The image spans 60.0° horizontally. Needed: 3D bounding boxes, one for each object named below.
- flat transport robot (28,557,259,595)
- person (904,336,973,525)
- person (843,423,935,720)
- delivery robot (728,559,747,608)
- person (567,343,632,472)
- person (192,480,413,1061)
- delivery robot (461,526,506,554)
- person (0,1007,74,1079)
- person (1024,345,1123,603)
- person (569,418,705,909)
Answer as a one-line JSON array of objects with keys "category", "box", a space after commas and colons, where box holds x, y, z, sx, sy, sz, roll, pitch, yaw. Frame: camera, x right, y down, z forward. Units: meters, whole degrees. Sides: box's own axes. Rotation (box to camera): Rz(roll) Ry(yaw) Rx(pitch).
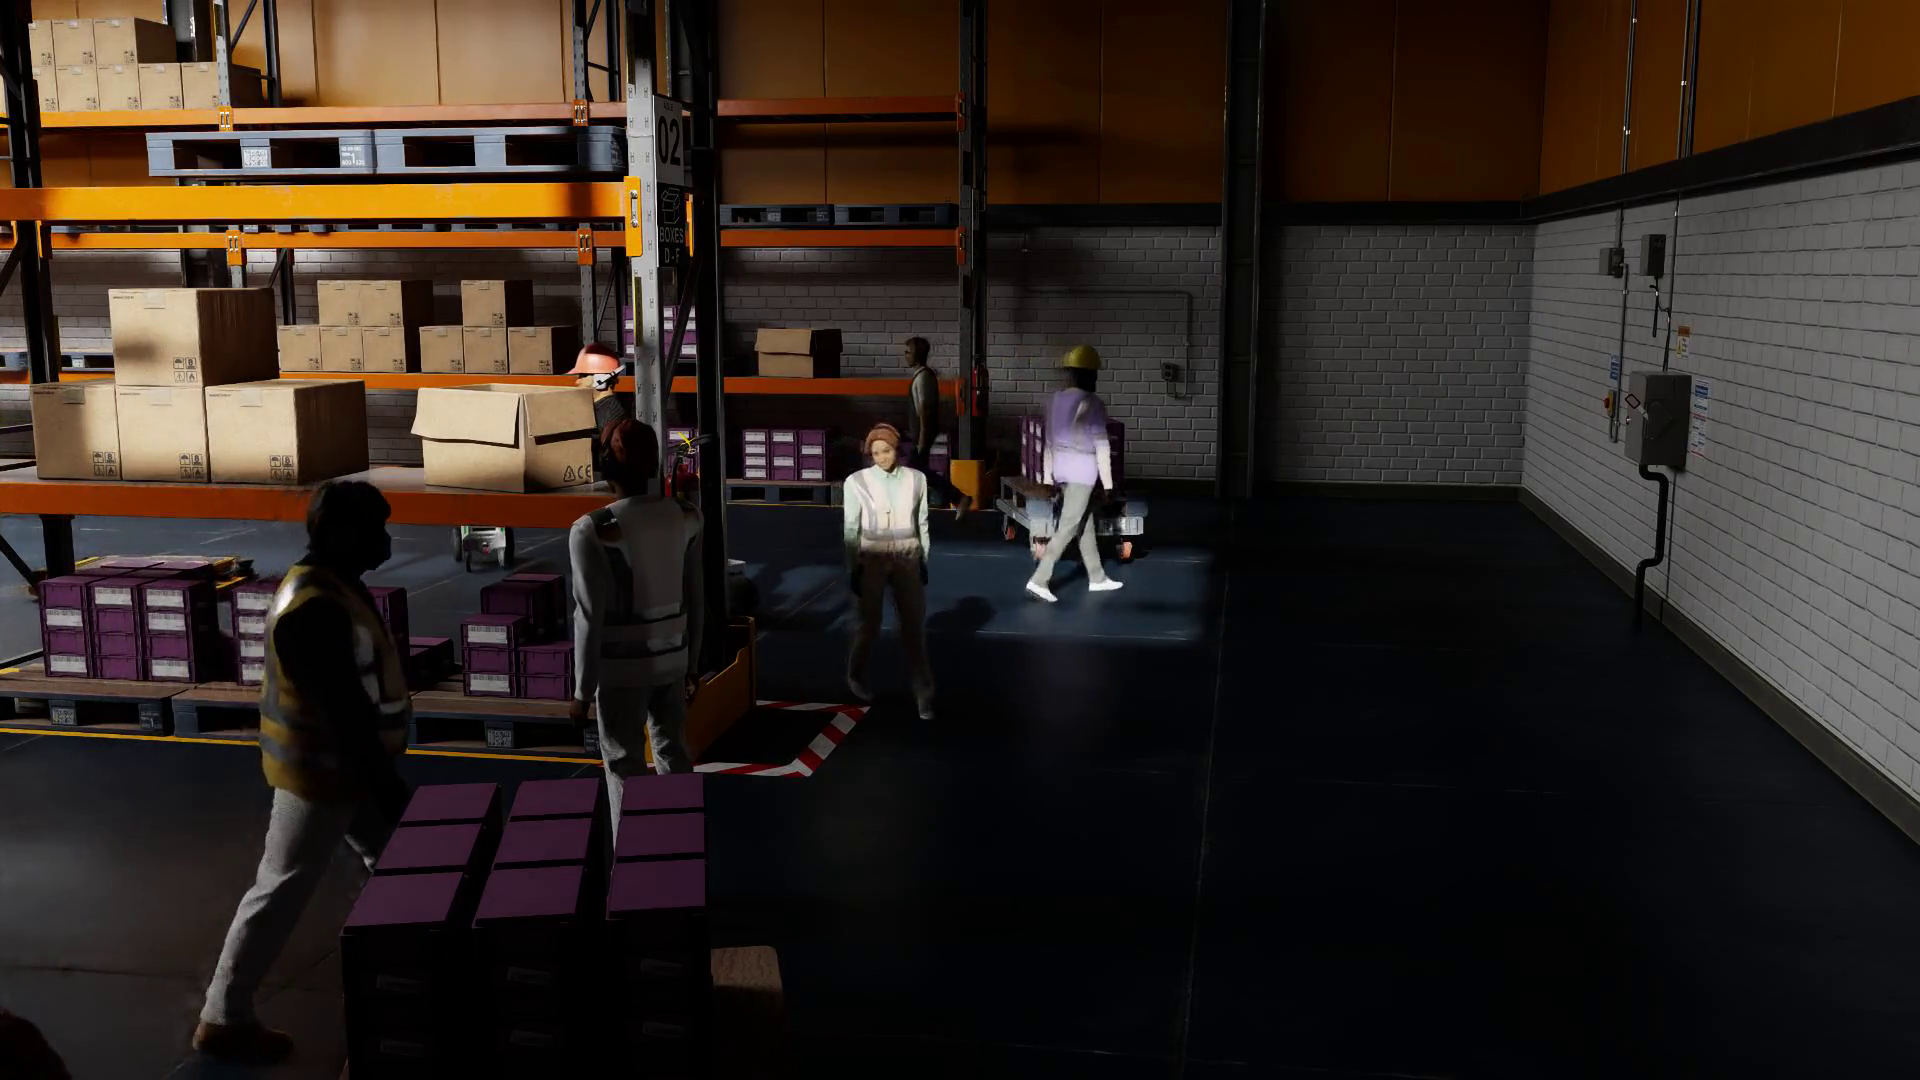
[{"category": "flat transport robot", "box": [-6.128, 0.265, 12.514, 1.431, 0.197, 0.652, 0, 9, 2]}, {"category": "person", "box": [-0.285, -0.975, 15.425, 0.729, 1.827, 0.511, 0, 9, 3]}, {"category": "person", "box": [-0.420, 0.155, 9.139, 0.526, 1.619, 0.747, -4, 10, -22]}, {"category": "delivery robot", "box": [-1.817, 0.228, 11.578, 0.707, 0.478, 0.477, 8, 12, 41]}, {"category": "person", "box": [-2.079, -0.156, 9.794, 0.395, 1.994, 0.612, -2, 9, -14]}, {"category": "person", "box": [-1.922, 0.710, 5.109, 0.992, 1.791, 0.618, -1, 9, -8]}, {"category": "delivery robot", "box": [-3.926, -0.111, 13.679, 0.477, 0.478, 0.707, -3, 10, -17]}, {"category": "person", "box": [-0.712, 1.262, 1.293, 0.642, 1.902, 0.399, 3, 10, 20]}, {"category": "person", "box": [0.836, -0.491, 12.235, 0.985, 1.884, 0.605, -6, 11, -35]}, {"category": "person", "box": [-1.186, 0.493, 6.117, 0.356, 1.882, 0.574, 8, 12, 40]}]
